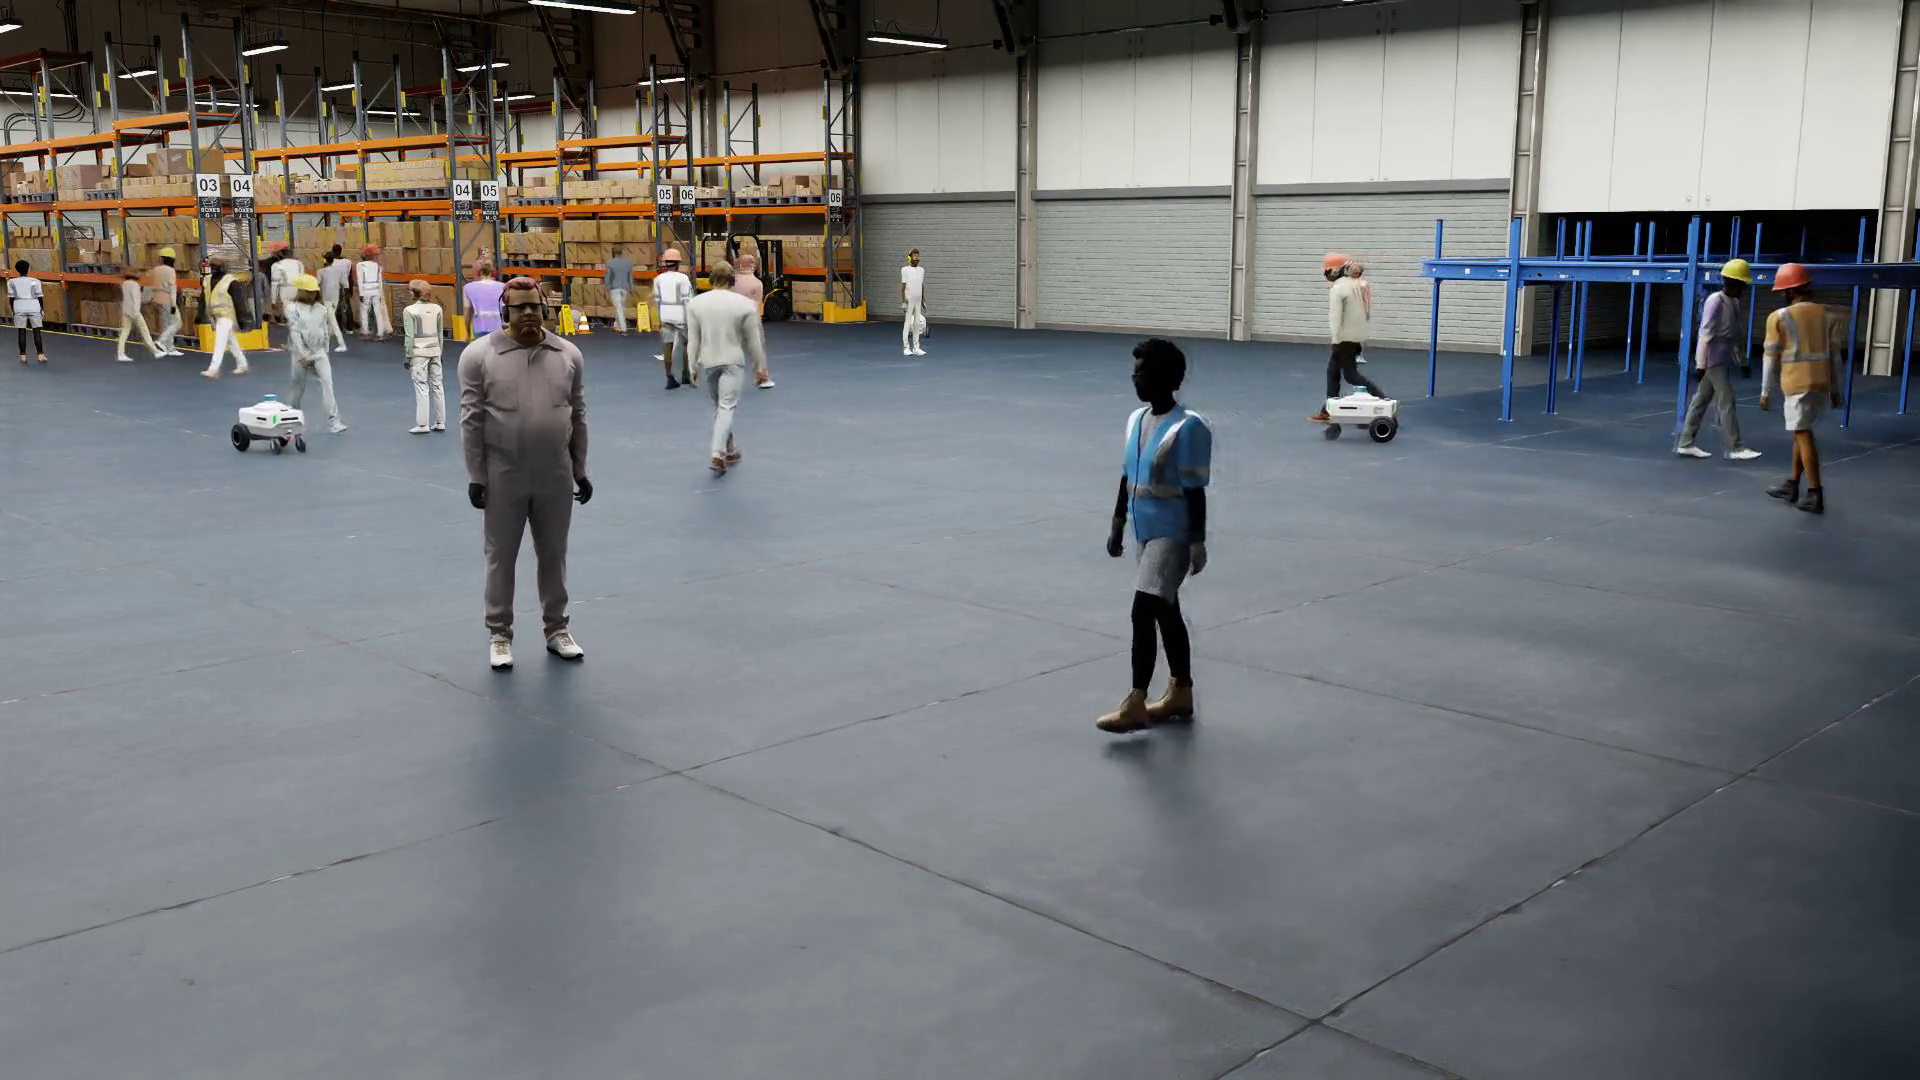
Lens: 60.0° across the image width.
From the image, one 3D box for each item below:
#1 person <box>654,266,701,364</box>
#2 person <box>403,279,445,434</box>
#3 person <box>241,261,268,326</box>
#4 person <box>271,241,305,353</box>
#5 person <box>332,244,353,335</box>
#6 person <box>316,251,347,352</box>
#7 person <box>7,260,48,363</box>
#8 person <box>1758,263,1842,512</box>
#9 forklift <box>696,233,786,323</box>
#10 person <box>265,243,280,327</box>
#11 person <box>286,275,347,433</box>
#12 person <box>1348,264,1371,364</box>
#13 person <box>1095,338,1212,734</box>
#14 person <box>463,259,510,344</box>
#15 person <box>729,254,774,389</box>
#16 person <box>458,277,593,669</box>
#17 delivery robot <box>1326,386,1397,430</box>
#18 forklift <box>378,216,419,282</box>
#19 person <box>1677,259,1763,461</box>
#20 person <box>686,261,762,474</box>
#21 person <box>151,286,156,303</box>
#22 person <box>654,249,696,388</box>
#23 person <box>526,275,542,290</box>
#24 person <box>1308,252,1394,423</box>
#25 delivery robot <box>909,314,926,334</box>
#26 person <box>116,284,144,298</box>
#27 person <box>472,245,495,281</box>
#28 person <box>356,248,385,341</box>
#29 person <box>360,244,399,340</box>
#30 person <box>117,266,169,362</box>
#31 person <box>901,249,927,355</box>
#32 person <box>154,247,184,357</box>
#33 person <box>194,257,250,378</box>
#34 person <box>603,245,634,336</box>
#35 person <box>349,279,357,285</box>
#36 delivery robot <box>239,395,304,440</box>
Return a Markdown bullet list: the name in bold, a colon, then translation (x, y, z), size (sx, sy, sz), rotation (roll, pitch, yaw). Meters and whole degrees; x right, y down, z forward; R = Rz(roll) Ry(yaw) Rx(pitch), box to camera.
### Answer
- **person**: translation (-4.604, -3.679, 27.270), size (0.862, 1.590, 0.540), rotation (-2, 11, -11)
- **person**: translation (-5.740, -1.967, 17.831), size (0.306, 1.645, 0.522), rotation (6, 12, 29)
- **person**: translation (-14.630, -4.996, 34.516), size (0.504, 1.587, 0.871), rotation (-8, 13, -38)
- **person**: translation (-11.983, -4.293, 29.568), size (1.000, 1.991, 0.631), rotation (7, 12, 33)
- **person**: translation (-13.259, -5.361, 35.598), size (0.372, 1.916, 0.596), rotation (9, 14, 41)
- **person**: translation (-11.590, -4.372, 30.497), size (0.957, 1.815, 0.502), rotation (7, 12, 33)
- **person**: translation (-15.577, -3.818, 27.778), size (0.535, 1.700, 0.318), rotation (-3, 11, -18)
- **person**: translation (6.524, -1.200, 12.977), size (0.574, 1.887, 0.797), rotation (-2, 11, -11)
- **forklift**: translation (-5.496, -6.489, 41.108), size (2.313, 2.155, 1.214), rotation (-10, 14, -44)
- **person**: translation (-15.733, -5.880, 38.392), size (0.615, 1.944, 1.045), rotation (-10, 14, -42)
- **person**: translation (-7.000, -1.996, 17.887), size (0.909, 1.698, 0.496), rotation (9, 14, 42)
- **person**: translation (6.535, -3.745, 27.547), size (0.521, 1.638, 0.311), rotation (7, 12, 33)
- **person**: translation (0.768, -0.012, 7.093), size (0.693, 1.670, 0.548), rotation (-4, 11, -22)
- **person**: translation (-5.812, -2.540, 20.485), size (0.557, 1.822, 0.483), rotation (-5, 12, -26)
- **person**: translation (-2.967, -2.988, 22.828), size (0.627, 1.858, 0.997), rotation (5, 12, 25)
- **person**: translation (-2.127, -0.336, 8.222), size (0.637, 1.911, 0.403), rotation (-6, 12, -31)
- **delivery robot**: translation (4.190, -1.363, 17.373), size (0.707, 0.478, 0.477), rotation (3, 11, 16)
- **forklift**: translation (-17.868, -9.201, 54.028), size (1.873, 2.768, 1.129), rotation (-10, 14, -44)
- **person**: translation (7.217, -1.678, 15.586), size (0.896, 1.879, 0.617), rotation (8, 13, 38)
- **person**: translation (-2.123, -1.563, 14.984), size (0.651, 1.890, 1.033), rotation (2, 11, 9)
- **person**: translation (-19.157, -6.083, 39.794), size (1.005, 1.832, 0.581), rotation (7, 13, 34)
- **person**: translation (-3.949, -3.094, 23.218), size (0.561, 1.916, 0.632), rotation (4, 11, 18)
- **person**: translation (-11.513, -6.965, 44.947), size (0.532, 1.697, 0.319), rotation (-10, 14, -42)
- **person**: translation (4.433, -2.257, 18.674), size (0.934, 1.938, 0.624), rotation (5, 12, 26)
- **delivery robot**: translation (-0.885, -4.530, 34.643), size (0.477, 0.478, 0.707), rotation (0, 10, -2)
- **person**: translation (-19.225, -5.930, 38.507), size (0.628, 1.987, 1.078), rotation (-9, 14, -40)
- **person**: translation (-9.497, -4.931, 33.285), size (0.409, 1.907, 0.649), rotation (-7, 12, -32)
- **person**: translation (-11.888, -4.940, 33.475), size (0.888, 1.843, 0.600), rotation (10, 14, 42)
- **person**: translation (-11.926, -5.047, 33.850), size (1.052, 1.939, 0.612), rotation (8, 13, 38)
- **person**: translation (-13.891, -3.815, 28.043), size (0.517, 1.581, 0.870), rotation (8, 13, 36)
- **person**: translation (-0.811, -4.225, 29.531), size (0.515, 1.873, 0.329), rotation (-8, 13, -38)
- **person**: translation (-13.913, -4.175, 29.169), size (0.587, 1.911, 0.492), rotation (8, 13, 36)
- **person**: translation (-11.107, -3.360, 25.075), size (0.626, 1.793, 1.004), rotation (5, 11, 25)
- **person**: translation (-7.304, -5.303, 35.368), size (0.650, 1.892, 0.926), rotation (-10, 14, -43)
- **person**: translation (-15.505, -6.457, 41.836), size (0.782, 1.823, 0.627), rotation (8, 13, 39)
- **delivery robot**: translation (-6.812, -1.193, 16.448), size (0.707, 0.478, 0.477), rotation (8, 13, 38)
